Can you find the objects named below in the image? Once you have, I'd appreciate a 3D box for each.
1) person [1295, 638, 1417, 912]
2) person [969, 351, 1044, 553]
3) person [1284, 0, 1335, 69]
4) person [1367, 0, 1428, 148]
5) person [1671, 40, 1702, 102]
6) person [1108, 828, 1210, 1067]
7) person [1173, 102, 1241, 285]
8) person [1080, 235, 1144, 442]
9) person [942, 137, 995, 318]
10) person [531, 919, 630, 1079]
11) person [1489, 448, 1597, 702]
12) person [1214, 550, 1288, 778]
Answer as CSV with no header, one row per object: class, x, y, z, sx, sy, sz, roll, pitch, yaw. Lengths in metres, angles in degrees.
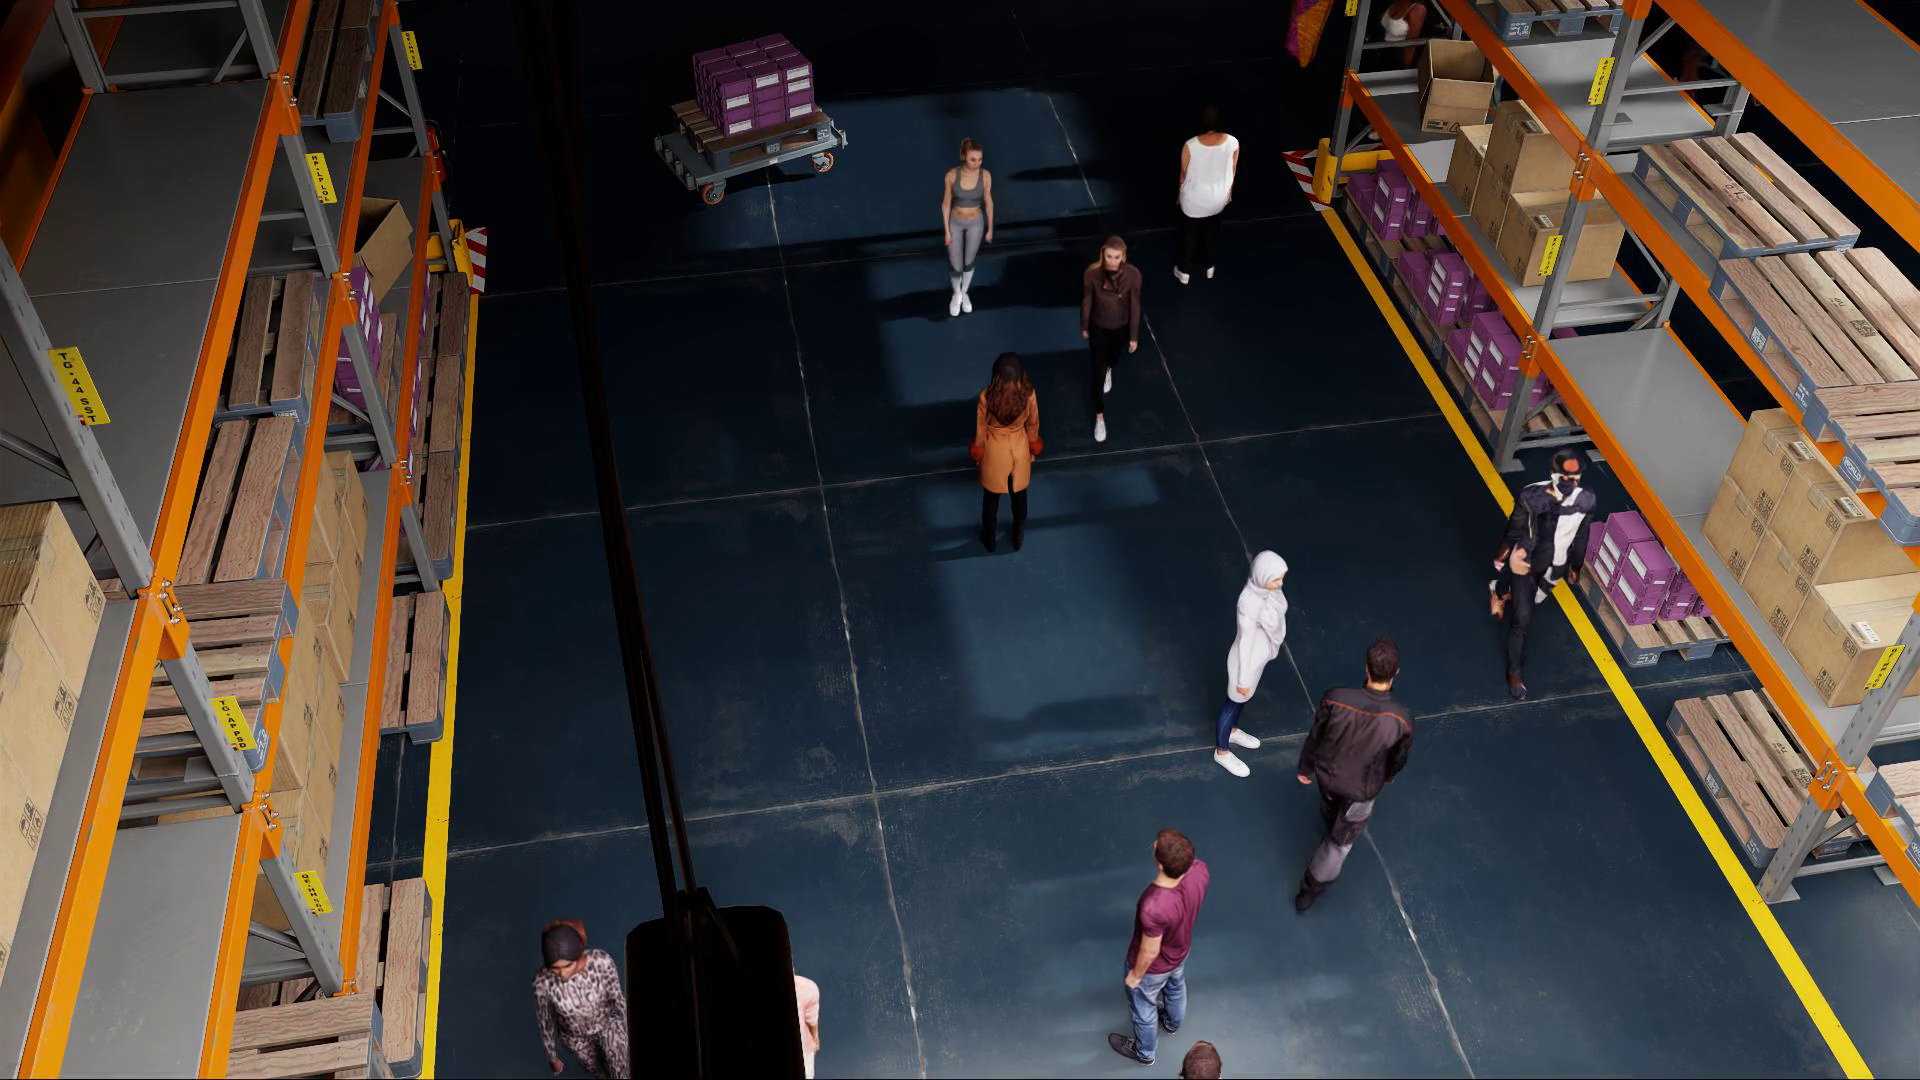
person,2.183,1.427,9.466,1.137,1.893,1.254,18,47,18
person,0.325,-0.612,11.731,0.680,1.721,0.571,-6,44,-6
person,3.658,-5.691,17.115,0.878,1.648,0.943,11,45,11
person,4.262,-4.598,15.860,0.714,1.798,0.586,-4,44,-4
person,6.496,-3.833,15.228,0.629,1.561,0.645,-25,49,-24
person,1.057,2.140,8.747,0.764,1.852,0.740,32,52,29
person,2.078,-2.980,14.241,0.644,1.688,0.587,-6,44,-6
person,1.173,-1.682,12.896,0.751,1.664,1.162,1,44,2
person,0.031,-2.657,13.906,0.598,1.682,0.611,-3,44,-3
person,-1.900,2.436,8.541,0.576,1.707,0.696,-7,44,-7
person,3.765,0.093,10.890,0.747,1.861,1.205,-4,44,-4
person,1.780,0.734,10.277,0.753,1.777,0.664,20,47,20
